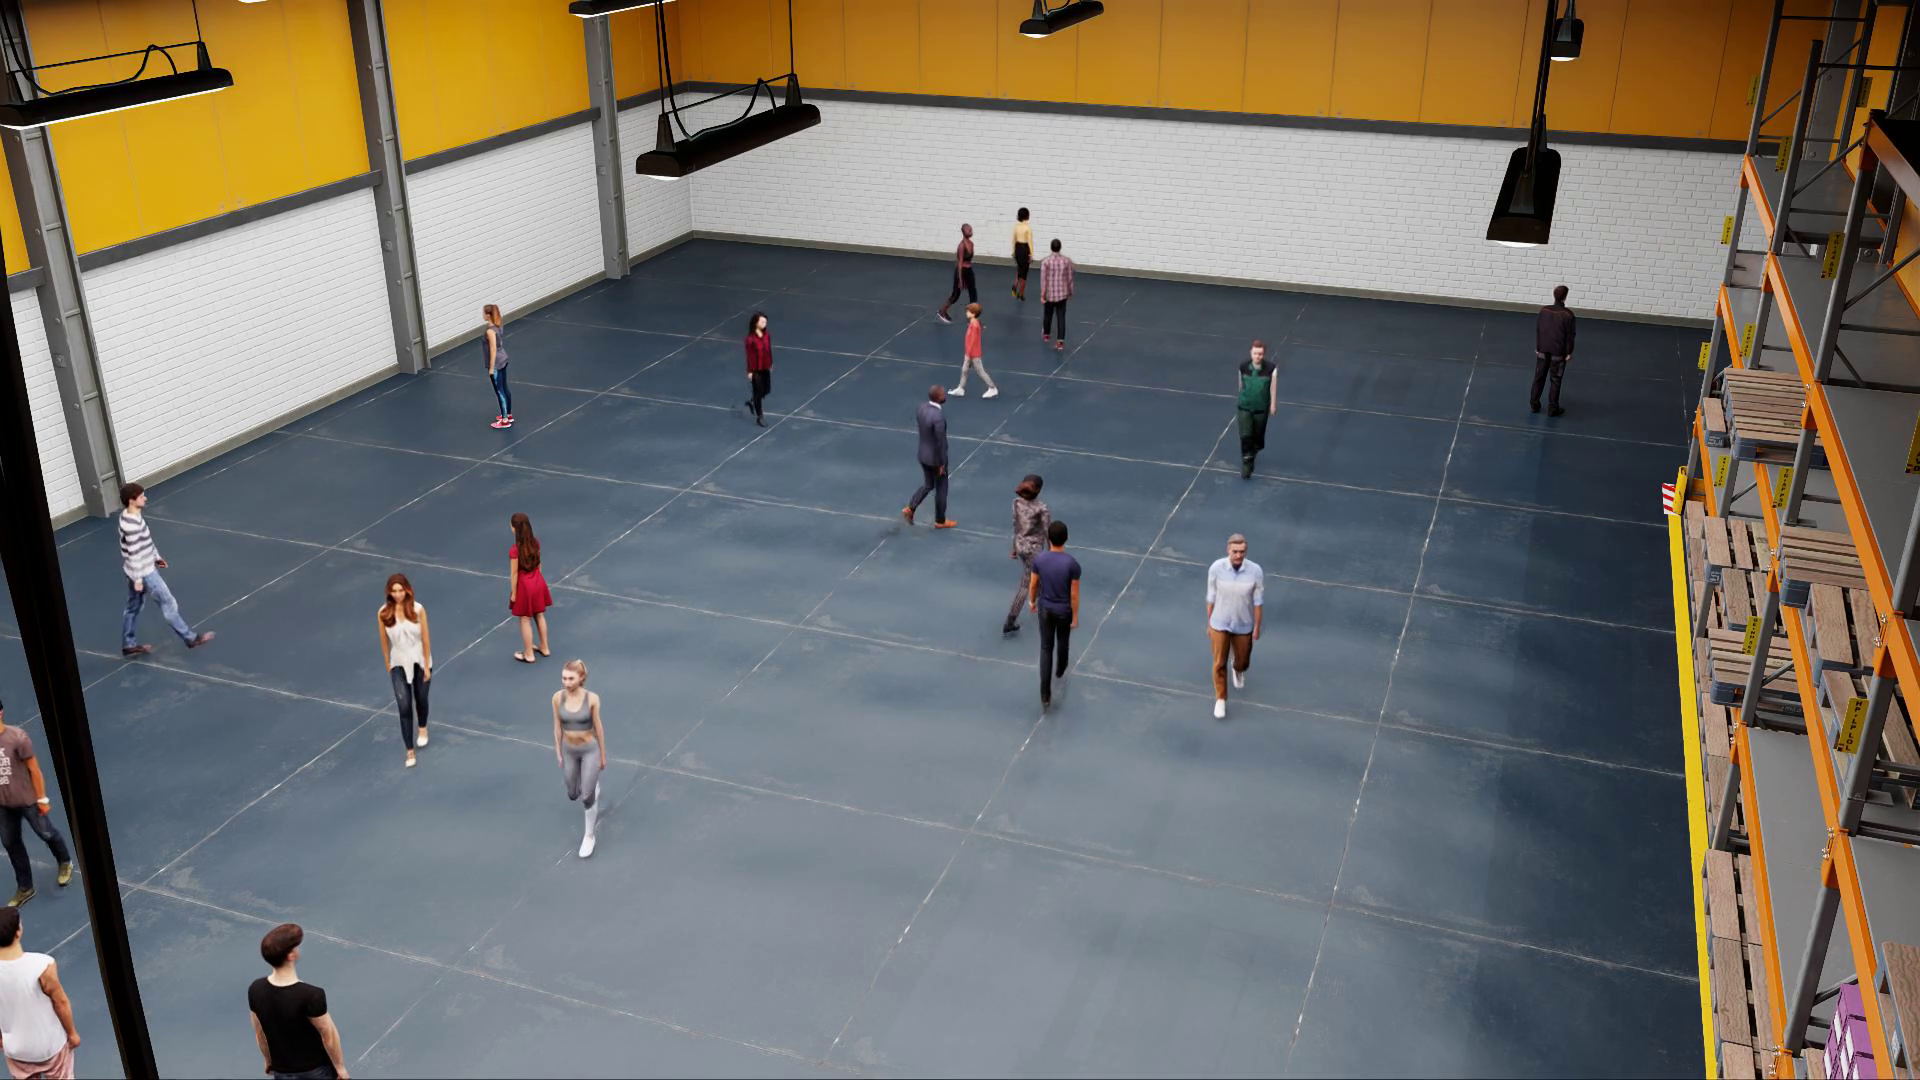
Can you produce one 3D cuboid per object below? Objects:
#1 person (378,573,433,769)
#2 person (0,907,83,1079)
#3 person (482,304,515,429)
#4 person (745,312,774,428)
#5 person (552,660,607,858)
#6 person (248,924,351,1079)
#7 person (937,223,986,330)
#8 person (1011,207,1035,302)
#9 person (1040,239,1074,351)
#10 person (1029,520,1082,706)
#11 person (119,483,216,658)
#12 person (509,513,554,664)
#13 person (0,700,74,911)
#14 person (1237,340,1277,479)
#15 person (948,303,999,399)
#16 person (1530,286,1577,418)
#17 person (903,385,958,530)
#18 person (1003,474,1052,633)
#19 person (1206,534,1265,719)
[{"bbox_3d":[-4.904,1.076,14.881,0.927,1.755,1.074,-6,24,-14],"label":"person"},{"bbox_3d":[-5.739,3.067,10.285,0.725,1.788,0.722,-2,24,-5],"label":"person"},{"bbox_3d":[-6.369,-2.411,22.897,0.684,1.724,0.566,0,24,1],"label":"person"},{"bbox_3d":[-2.835,-2.368,22.903,0.806,1.641,0.786,20,30,37],"label":"person"},{"bbox_3d":[-3.047,1.709,13.515,0.717,1.689,0.949,1,24,3],"label":"person"},{"bbox_3d":[-3.945,3.149,9.964,0.720,1.894,0.616,3,24,8],"label":"person"},{"bbox_3d":[-0.014,-4.330,27.294,0.840,1.718,1.122,14,27,28],"label":"person"},{"bbox_3d":[1.019,-4.907,28.703,0.804,1.647,0.739,-21,31,-39],"label":"person"},{"bbox_3d":[1.525,-3.835,26.152,1.045,1.726,1.253,-3,24,-6],"label":"person"},{"bbox_3d":[0.878,0.717,15.713,0.787,1.747,1.204,5,24,10],"label":"person"},{"bbox_3d":[-8.225,0.339,16.497,1.194,1.811,1.084,-14,27,-29],"label":"person"},{"bbox_3d":[-4.289,0.463,16.538,0.675,1.550,0.606,15,28,31],"label":"person"},{"bbox_3d":[-7.250,1.953,12.859,0.822,1.768,0.947,-1,24,-1],"label":"person"},{"bbox_3d":[3.745,-1.709,21.193,0.703,1.803,1.025,7,24,15],"label":"person"},{"bbox_3d":[0.275,-2.704,23.986,0.853,1.388,0.955,-2,24,-6],"label":"person"},{"bbox_3d":[8.309,-2.660,23.321,0.794,1.840,0.736,22,32,40],"label":"person"},{"bbox_3d":[-0.375,-0.943,19.433,1.060,1.808,0.988,-12,26,-26],"label":"person"},{"bbox_3d":[0.676,0.171,17.064,0.867,1.666,1.226,18,30,36],"label":"person"},{"bbox_3d":[2.545,0.740,15.579,0.809,1.811,0.991,3,24,7],"label":"person"}]
